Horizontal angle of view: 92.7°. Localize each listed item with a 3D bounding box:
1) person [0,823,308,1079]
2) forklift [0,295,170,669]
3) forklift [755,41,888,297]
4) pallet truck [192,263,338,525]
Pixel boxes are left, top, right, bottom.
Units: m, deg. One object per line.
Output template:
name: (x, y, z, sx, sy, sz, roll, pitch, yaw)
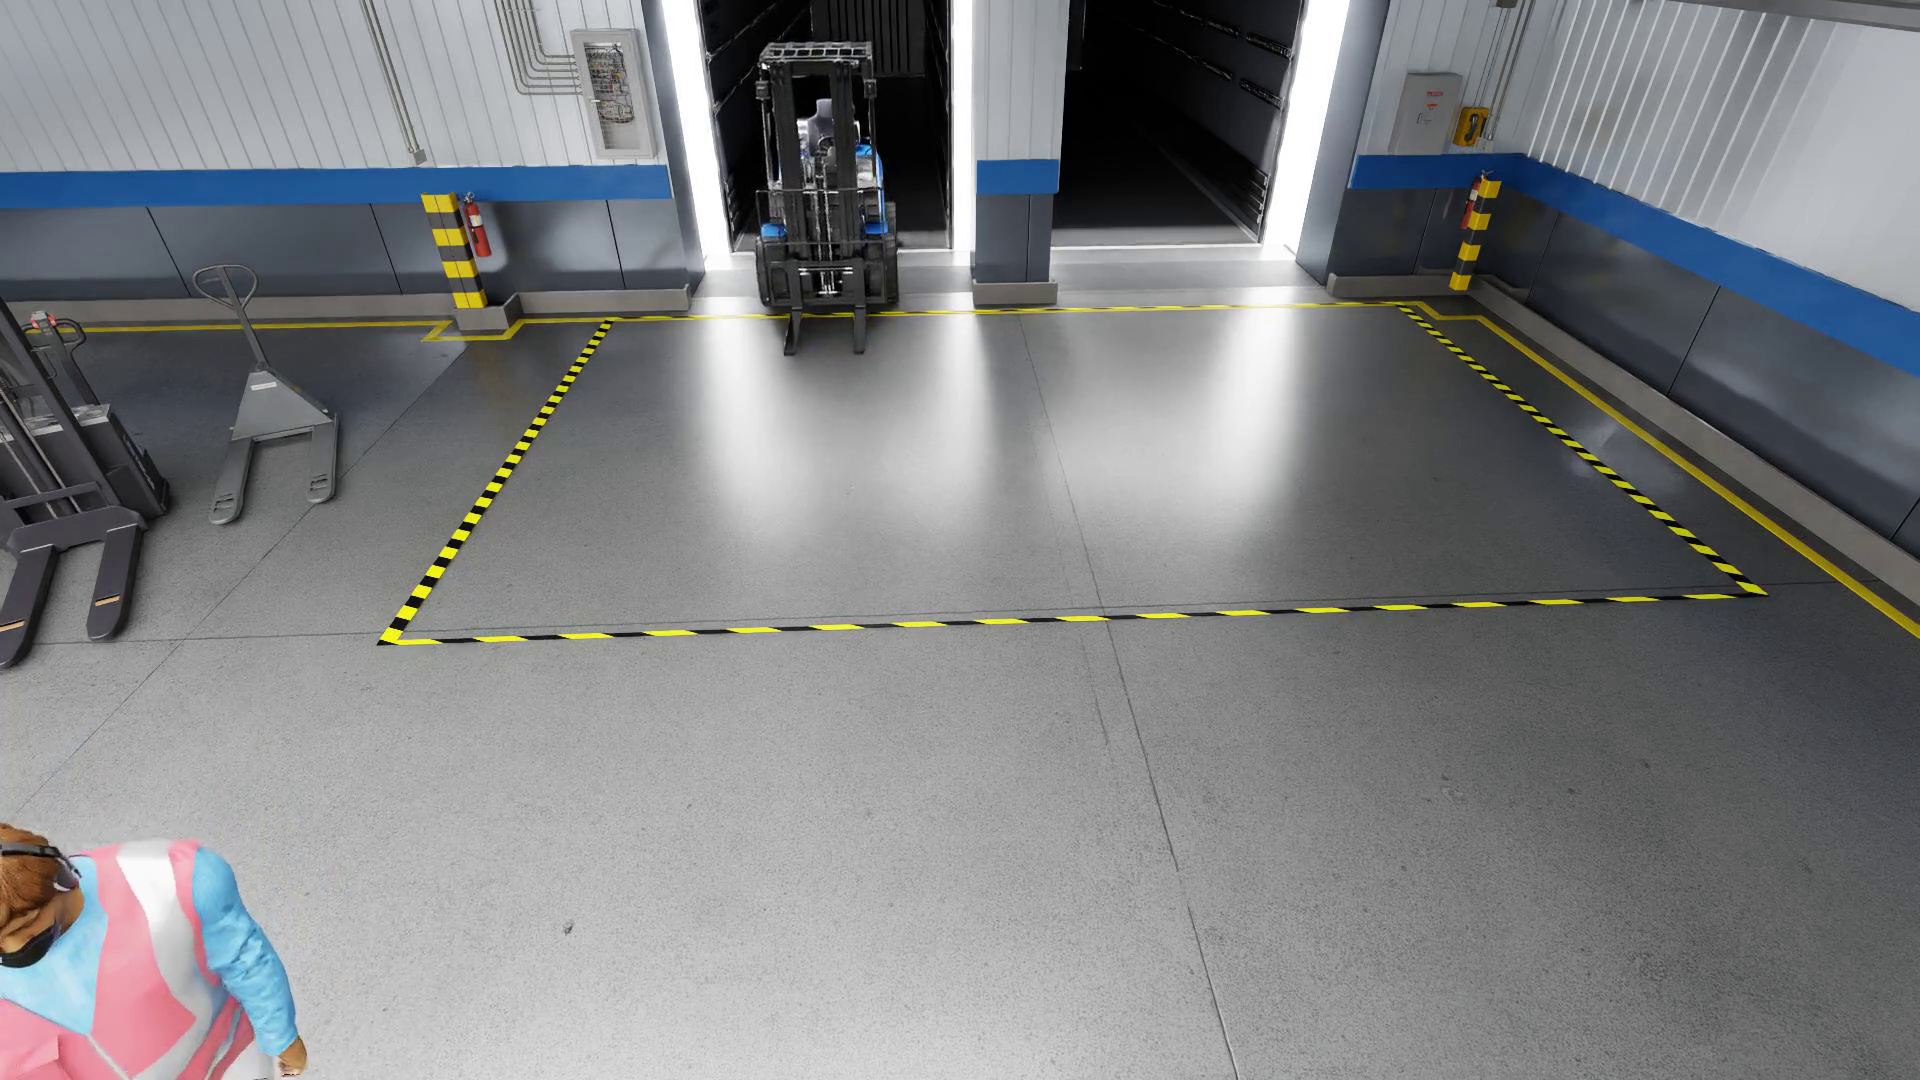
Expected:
person: (-1.956, 1.322, 2.257, 0.524, 1.814, 0.657, 27, 43, 34)
forklift: (-5.212, -0.618, 4.878, 0.823, 1.965, 1.885, -20, 39, -26)
forklift: (-1.325, -3.745, 9.032, 1.157, 2.036, 2.680, -3, 35, -4)
pallet truck: (-4.778, -1.027, 6.128, 0.680, 1.201, 1.601, -17, 38, -23)
